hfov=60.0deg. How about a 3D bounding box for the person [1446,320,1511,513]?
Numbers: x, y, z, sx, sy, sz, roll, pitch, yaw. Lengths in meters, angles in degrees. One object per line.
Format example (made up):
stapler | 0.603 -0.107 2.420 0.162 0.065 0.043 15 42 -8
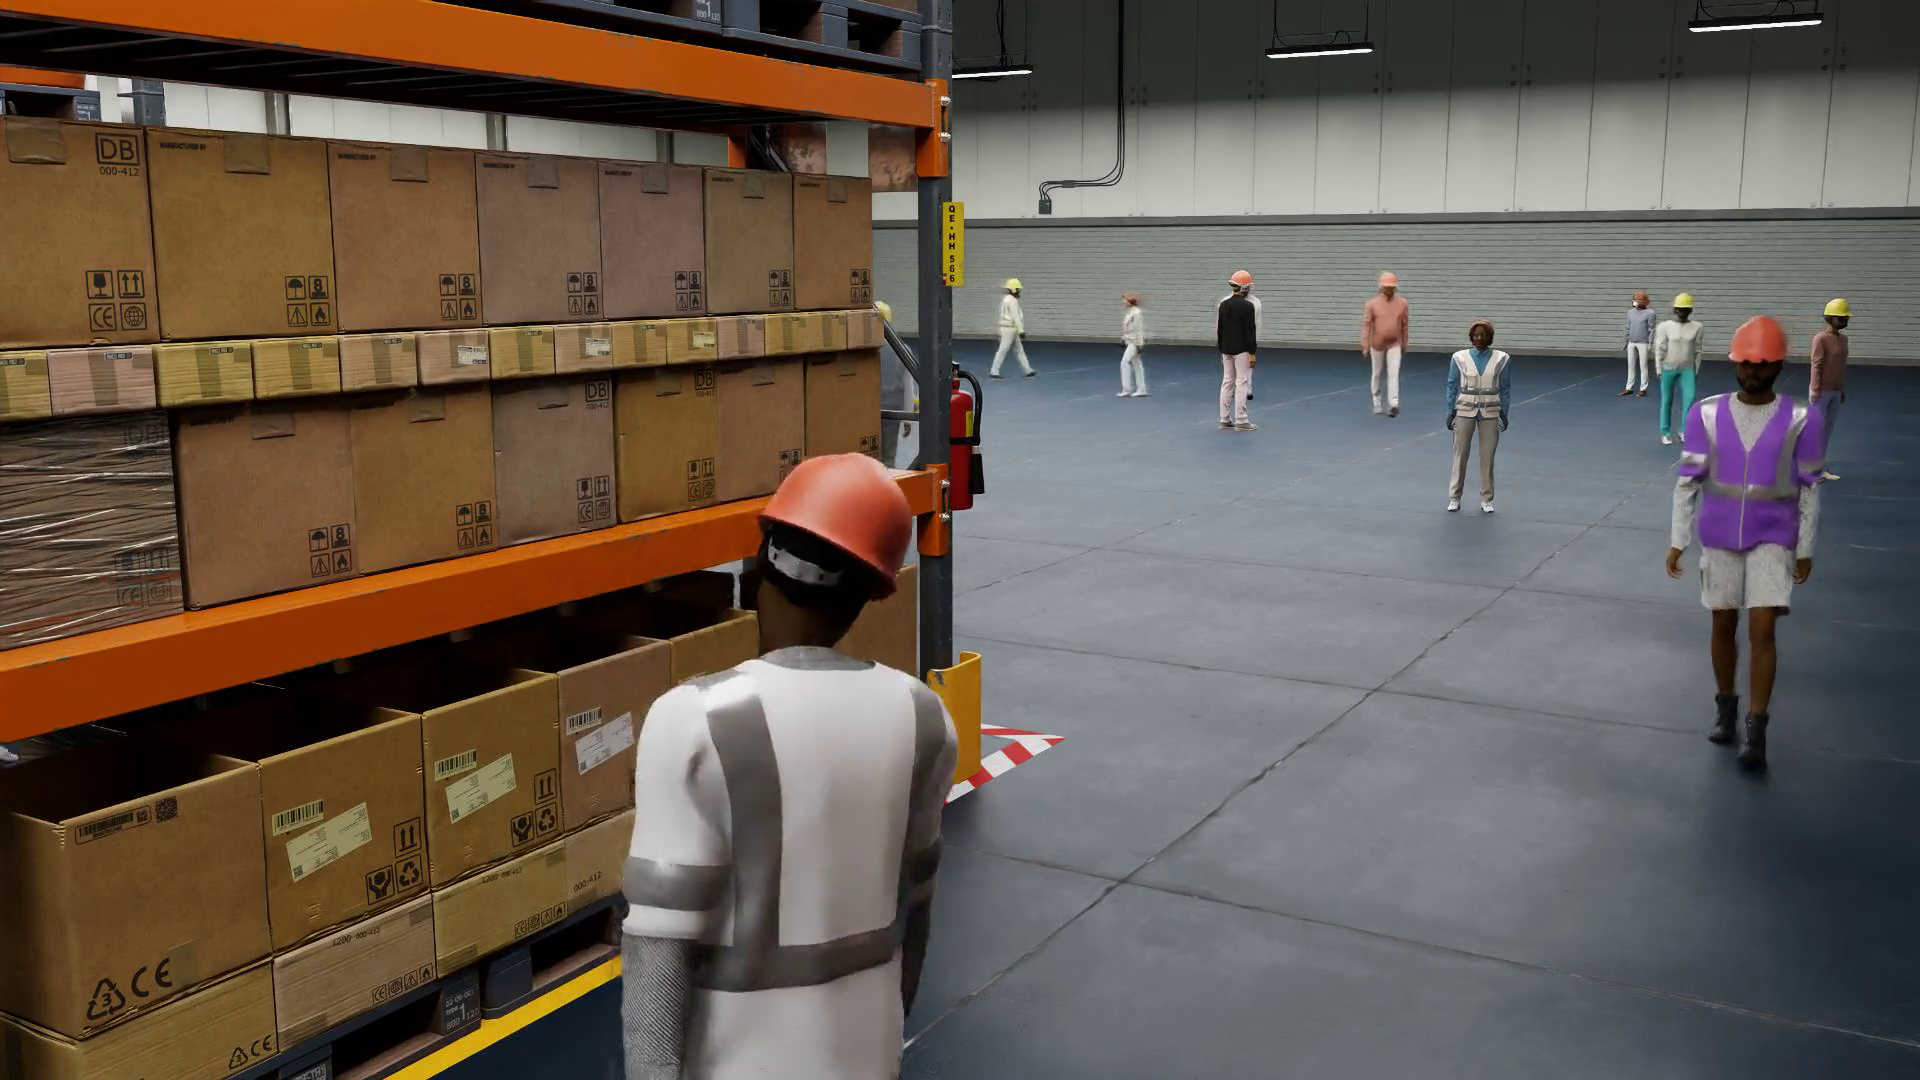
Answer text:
person | 4.403 -1.049 14.154 0.522 1.638 0.309 2 10 14

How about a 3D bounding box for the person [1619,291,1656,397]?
person | 10.538 -3.042 25.837 0.280 1.631 0.504 -6 11 -31

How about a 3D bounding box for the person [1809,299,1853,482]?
person | 8.406 -1.440 16.077 0.533 1.767 0.325 -7 12 -34

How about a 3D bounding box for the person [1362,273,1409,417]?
person | 5.798 -2.655 22.674 0.639 1.932 1.080 1 10 5

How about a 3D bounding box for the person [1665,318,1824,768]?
person | 3.374 0.008 7.192 0.561 1.906 0.842 6 12 33

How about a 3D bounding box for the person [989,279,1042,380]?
person | 0.948 -3.672 29.120 0.952 1.779 0.603 0 10 0

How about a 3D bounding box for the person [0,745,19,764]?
person | -4.019 0.020 7.245 0.585 1.874 0.972 3 10 17

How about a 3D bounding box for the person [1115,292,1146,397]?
person | 2.608 -3.002 25.645 0.652 1.611 0.554 -1 10 -4

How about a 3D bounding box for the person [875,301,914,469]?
person | -0.661 -1.047 13.629 0.594 1.813 0.731 -2 10 -12

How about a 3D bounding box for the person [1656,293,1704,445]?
person | 8.247 -1.941 19.069 0.525 1.745 0.670 2 10 11

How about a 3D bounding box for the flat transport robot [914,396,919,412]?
flat transport robot | -1.078 -1.838 22.772 1.431 0.197 0.652 -4 10 -22

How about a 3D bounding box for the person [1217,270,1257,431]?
person | 3.479 -2.360 20.786 0.384 1.993 0.622 -6 12 -33

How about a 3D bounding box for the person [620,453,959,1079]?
person | -0.306 0.830 2.476 0.374 1.889 0.709 9 14 44

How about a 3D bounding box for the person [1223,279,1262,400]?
person | 4.266 -3.065 25.353 0.670 1.848 1.013 0 10 -3
